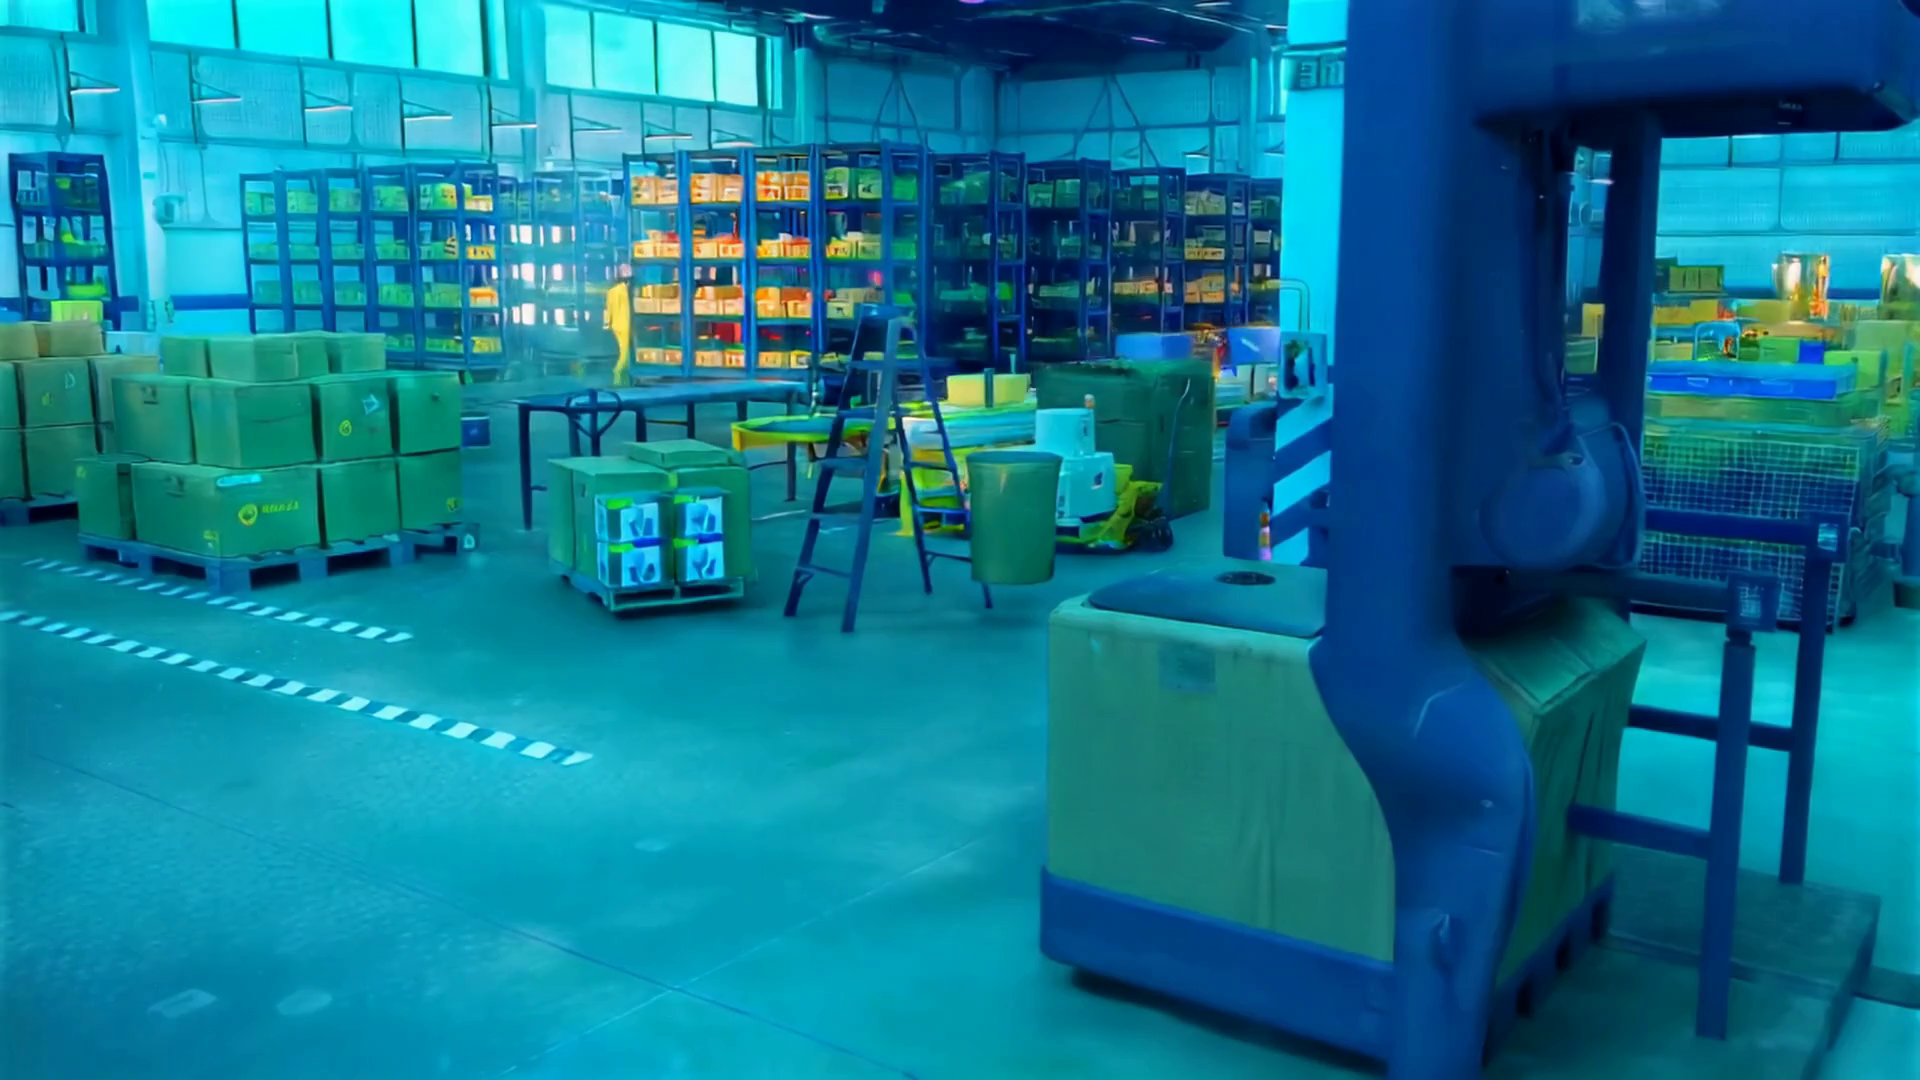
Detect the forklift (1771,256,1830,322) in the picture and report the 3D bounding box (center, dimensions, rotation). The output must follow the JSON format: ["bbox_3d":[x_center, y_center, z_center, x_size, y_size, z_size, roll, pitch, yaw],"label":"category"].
[{"bbox_3d":[20.253,-5.854,40.139,1.157,1.987,2.680,7,12,35],"label":"forklift"}]

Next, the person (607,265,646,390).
[{"bbox_3d":[-5.249,-3.299,25.927,0.632,1.964,0.867,3,10,20],"label":"person"}]

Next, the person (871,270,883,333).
[{"bbox_3d":[-1.692,-4.521,33.582,0.404,1.830,0.602,1,10,6],"label":"person"}]

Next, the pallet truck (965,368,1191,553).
[{"bbox_3d":[0.845,-0.609,11.869,1.630,1.274,0.653,7,12,35],"label":"pallet truck"}]

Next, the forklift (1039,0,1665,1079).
[{"bbox_3d":[1.249,-0.137,4.360,1.873,2.768,1.129,7,12,35],"label":"forklift"}]

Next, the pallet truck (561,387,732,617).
[{"bbox_3d":[-1.981,-0.274,10.088,0.680,1.201,1.601,-5,11,-28],"label":"pallet truck"}]

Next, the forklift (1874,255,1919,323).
[{"bbox_3d":[22.089,-5.634,38.796,1.157,1.987,2.680,6,11,33],"label":"forklift"}]

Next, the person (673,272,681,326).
[{"bbox_3d":[-5.738,-4.529,33.691,0.842,1.816,0.574,6,11,31],"label":"person"}]
